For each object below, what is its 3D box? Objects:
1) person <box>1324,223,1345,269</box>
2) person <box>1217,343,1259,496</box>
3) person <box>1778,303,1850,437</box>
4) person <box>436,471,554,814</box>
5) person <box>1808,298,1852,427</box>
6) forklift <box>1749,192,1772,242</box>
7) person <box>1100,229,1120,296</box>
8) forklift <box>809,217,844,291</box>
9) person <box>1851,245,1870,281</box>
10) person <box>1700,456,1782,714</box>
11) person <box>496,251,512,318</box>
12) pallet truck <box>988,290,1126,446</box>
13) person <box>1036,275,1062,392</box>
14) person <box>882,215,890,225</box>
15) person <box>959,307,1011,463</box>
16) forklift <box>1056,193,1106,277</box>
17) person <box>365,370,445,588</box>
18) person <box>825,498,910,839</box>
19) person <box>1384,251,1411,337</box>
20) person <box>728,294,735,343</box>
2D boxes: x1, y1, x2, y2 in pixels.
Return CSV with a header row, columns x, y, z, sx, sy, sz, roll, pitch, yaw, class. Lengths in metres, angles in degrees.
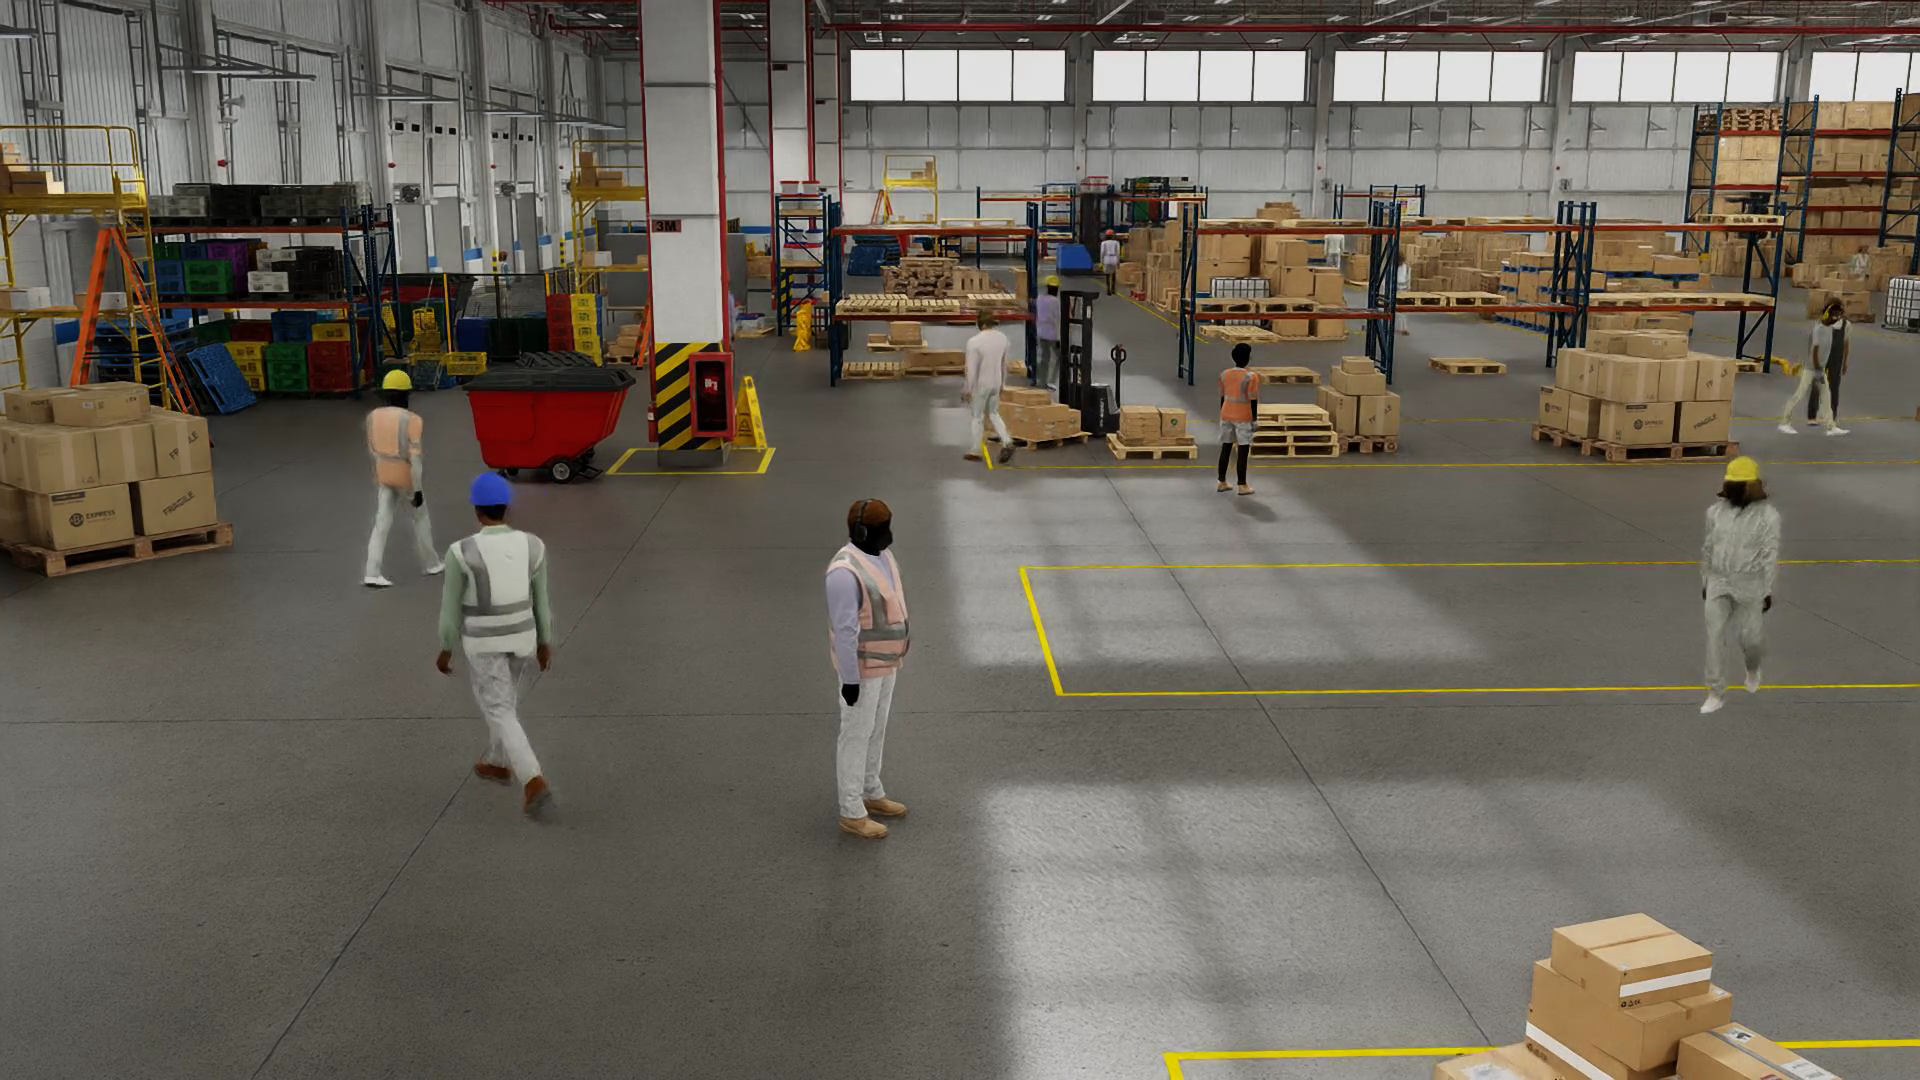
x,y,z,sx,sy,sz,roll,pitch,yaw,class
11.895,-9.093,52.918,0.632,1.940,0.372,1,13,5,person
3.096,-1.347,18.522,0.321,1.692,0.534,-11,17,-41,person
11.627,-2.304,22.556,0.556,1.814,0.917,-8,15,-32,person
-2.568,0.568,9.378,0.951,1.912,0.605,11,17,41,person
12.221,-2.498,23.426,0.501,1.820,0.491,4,13,19,person
28.937,-11.211,60.337,1.873,2.768,1.129,0,12,-2,forklift
4.361,-8.095,48.454,0.558,1.908,0.822,0,12,0,person
-4.375,-8.619,48.637,1.873,2.768,1.129,0,12,-2,forklift
24.399,-7.217,45.205,0.522,1.615,0.691,-3,13,-15,person
5.177,0.283,11.053,0.487,1.733,0.533,10,16,39,person
-11.208,-6.260,40.835,0.313,1.634,0.515,-10,16,-38,person
1.257,-2.299,22.111,1.885,1.965,0.823,-9,15,-35,pallet truck
1.500,-3.335,26.993,0.562,1.903,0.593,-10,16,-39,person
-2.893,-11.960,65.917,0.614,1.908,0.754,-8,15,-34,person
0.316,-1.888,20.429,0.641,1.939,0.510,-11,17,-41,person
4.282,-10.412,56.729,1.873,2.768,1.129,-2,13,-8,forklift
-4.889,-0.539,14.444,0.603,1.882,0.979,5,13,20,person
-0.486,0.678,9.027,0.429,1.841,0.633,4,13,18,person
9.535,-5.324,36.117,0.616,1.840,0.948,-1,13,-5,person
-4.003,-3.468,27.556,0.564,1.921,0.428,0,12,2,person
